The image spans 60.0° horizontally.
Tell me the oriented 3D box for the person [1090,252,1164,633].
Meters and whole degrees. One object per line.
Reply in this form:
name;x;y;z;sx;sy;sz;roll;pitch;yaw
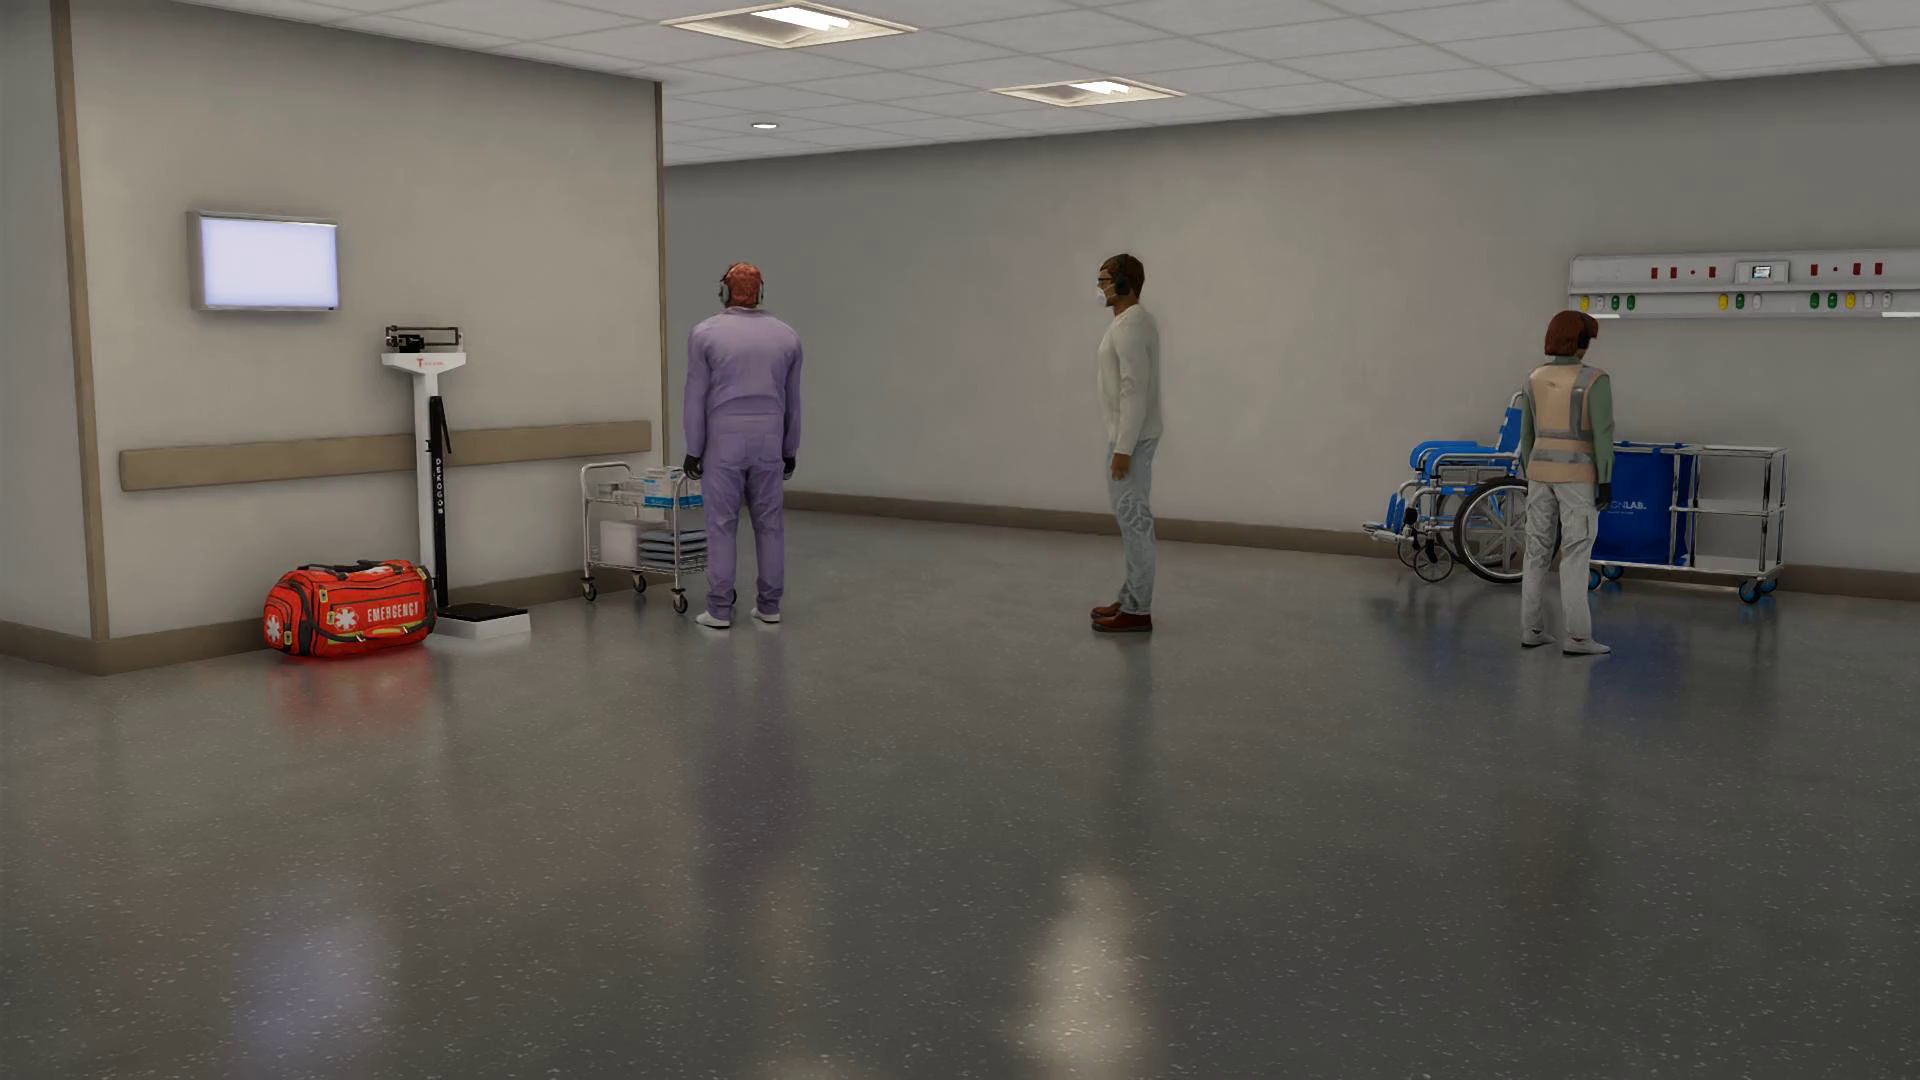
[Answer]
person;0.855;-0.493;8.524;0.376;1.940;0.629;1;7;7

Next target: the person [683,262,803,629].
person;-1.139;-0.490;8.679;0.646;1.901;0.401;-4;8;-30

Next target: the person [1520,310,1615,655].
person;2.888;-0.270;7.939;0.307;1.637;0.512;-4;8;-31
